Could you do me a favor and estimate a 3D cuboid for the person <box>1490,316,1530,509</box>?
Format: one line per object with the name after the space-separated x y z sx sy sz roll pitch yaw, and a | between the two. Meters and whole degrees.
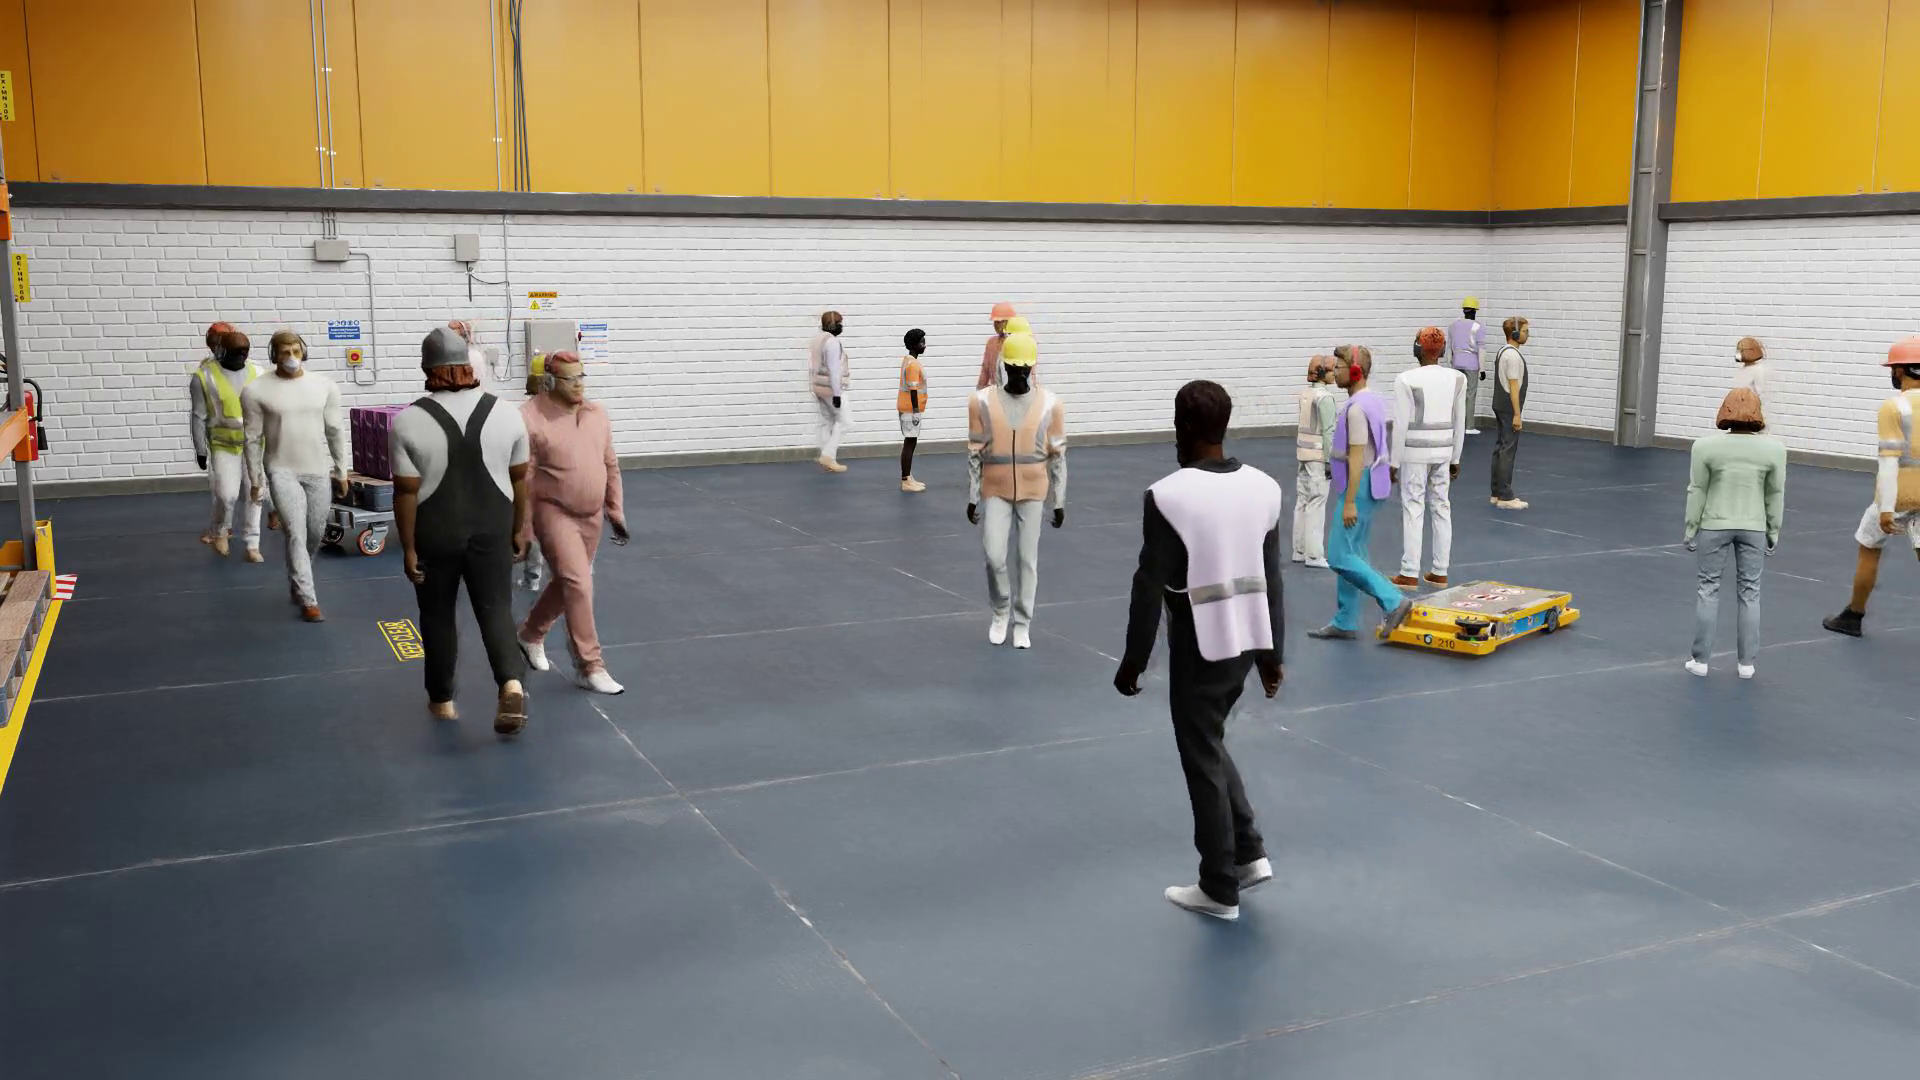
5.291 -1.220 15.961 0.345 1.847 0.508 1 9 5 | person

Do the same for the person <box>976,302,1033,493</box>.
0.377 -1.445 17.025 0.972 1.948 0.636 -7 11 -35 | person

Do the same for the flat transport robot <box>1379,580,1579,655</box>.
3.261 0.464 10.382 0.652 0.197 1.431 8 12 42 | flat transport robot

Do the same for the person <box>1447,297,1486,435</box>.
7.094 -2.435 23.275 0.389 1.919 0.588 -7 12 -38 | person

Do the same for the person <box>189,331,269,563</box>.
-5.637 -0.723 12.986 0.632 1.816 0.451 -7 12 -38 | person

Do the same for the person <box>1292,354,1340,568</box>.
2.745 -0.606 12.793 0.311 1.636 0.523 -2 9 -11 | person

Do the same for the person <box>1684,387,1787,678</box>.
4.322 -0.037 9.299 0.497 1.629 0.271 2 9 14 | person

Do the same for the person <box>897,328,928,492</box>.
-0.489 -1.339 17.181 0.321 1.689 0.530 -1 9 -6 | person

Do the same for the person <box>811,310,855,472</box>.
-1.440 -1.658 18.709 0.448 1.832 0.651 -4 10 -22 | person

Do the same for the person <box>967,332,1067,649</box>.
0.343 -0.284 9.949 0.601 1.905 0.457 0 9 3 | person

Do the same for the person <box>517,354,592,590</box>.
-2.846 -0.446 11.608 0.497 1.701 0.871 -6 11 -33 | person

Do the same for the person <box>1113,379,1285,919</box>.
0.857 0.392 5.818 0.589 1.897 0.476 -8 12 -41 | person

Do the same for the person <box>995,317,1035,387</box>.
0.542 -1.278 16.368 0.403 1.828 0.597 1 9 6 | person

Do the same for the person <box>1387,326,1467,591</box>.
3.316 -0.577 11.855 0.582 1.882 0.351 -3 10 -18 | person

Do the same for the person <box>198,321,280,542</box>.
-6.109 -0.926 14.099 0.619 1.864 0.665 3 10 17 | person

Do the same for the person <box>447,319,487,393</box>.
-4.475 -1.084 15.157 1.033 1.844 0.647 -2 9 -11 | person

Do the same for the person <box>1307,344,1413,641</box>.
2.432 -0.268 10.087 0.529 1.832 0.595 3 10 16 | person

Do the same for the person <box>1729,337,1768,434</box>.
7.753 -1.185 16.419 0.382 1.623 0.521 -1 9 -5 | person

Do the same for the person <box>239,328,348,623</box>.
-4.401 -0.450 11.008 0.637 1.909 0.915 -7 11 -35 | person

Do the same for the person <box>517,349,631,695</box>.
-2.200 -0.127 9.136 0.957 1.865 0.625 6 11 33 | person

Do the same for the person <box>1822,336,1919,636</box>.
5.725 -0.274 9.983 0.541 1.889 1.013 -2 9 -13 | person

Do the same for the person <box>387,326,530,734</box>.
-2.444 -0.065 8.188 0.686 2.000 0.901 -5 10 -29 | person
